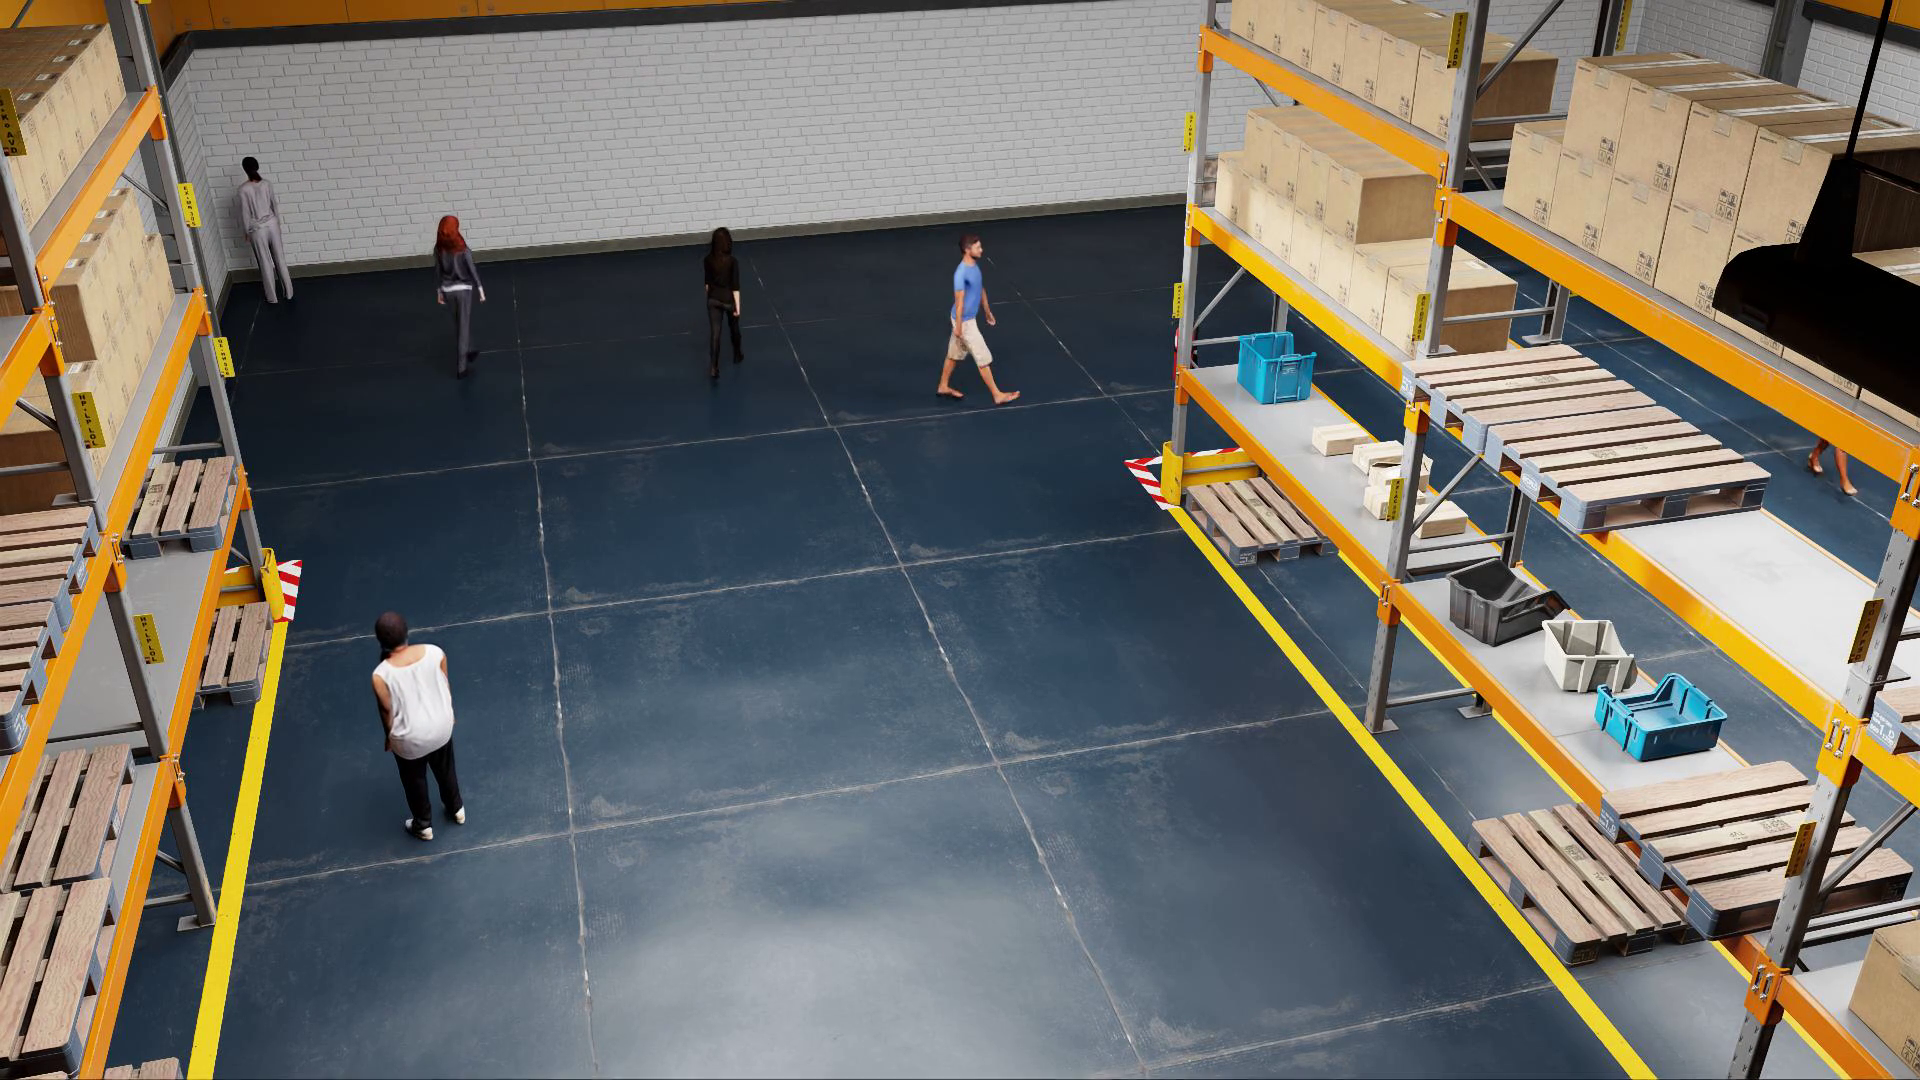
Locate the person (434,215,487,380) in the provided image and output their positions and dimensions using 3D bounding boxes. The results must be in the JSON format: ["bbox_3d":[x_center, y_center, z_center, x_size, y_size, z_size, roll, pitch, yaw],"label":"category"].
[{"bbox_3d":[-5.408,-2.567,17.788,0.869,1.750,1.018,7,29,12],"label":"person"}]

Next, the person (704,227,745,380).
[{"bbox_3d":[-2.576,-2.510,17.829,0.818,1.611,1.145,2,29,4],"label":"person"}]

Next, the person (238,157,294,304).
[{"bbox_3d":[-8.301,-3.704,19.847,0.669,1.774,0.681,-24,36,-36],"label":"person"}]

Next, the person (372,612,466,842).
[{"bbox_3d":[-3.574,1.206,10.935,0.752,1.688,0.761,-22,36,-35],"label":"person"}]

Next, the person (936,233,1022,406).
[{"bbox_3d":[-0.022,-2.274,17.178,1.064,1.820,1.203,6,29,11],"label":"person"}]
